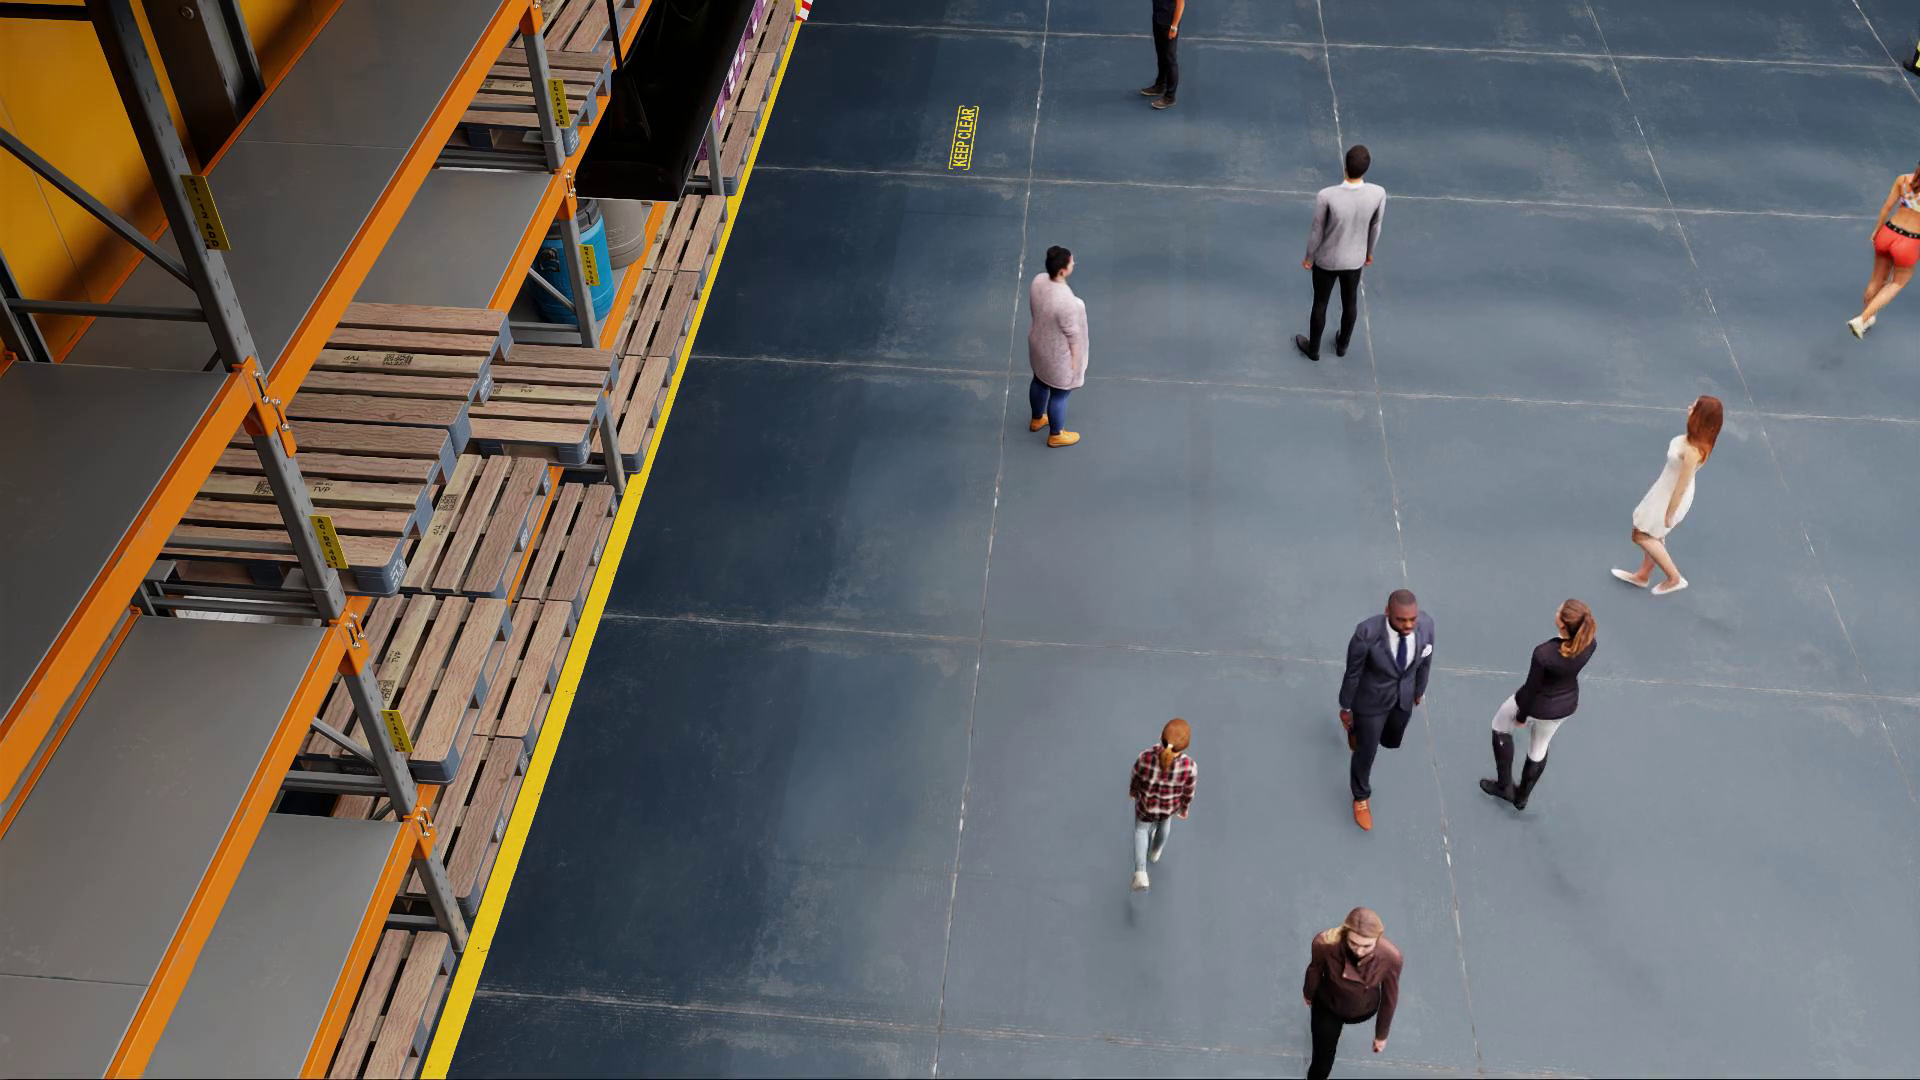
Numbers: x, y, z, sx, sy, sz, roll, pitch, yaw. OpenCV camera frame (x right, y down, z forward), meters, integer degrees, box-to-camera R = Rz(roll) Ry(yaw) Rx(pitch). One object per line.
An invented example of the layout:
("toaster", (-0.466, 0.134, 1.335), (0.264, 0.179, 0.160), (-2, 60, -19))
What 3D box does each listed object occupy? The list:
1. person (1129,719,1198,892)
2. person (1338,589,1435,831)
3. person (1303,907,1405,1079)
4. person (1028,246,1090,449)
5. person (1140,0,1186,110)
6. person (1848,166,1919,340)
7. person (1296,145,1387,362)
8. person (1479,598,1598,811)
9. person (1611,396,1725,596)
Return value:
("person", (1.158, 1.556, 9.680), (0.539, 1.287, 0.781), (5, 44, 5))
("person", (2.505, 0.905, 9.989), (0.883, 1.802, 1.058), (-9, 44, -10))
("person", (2.003, 2.329, 8.602), (0.632, 1.654, 1.147), (6, 44, 6))
("person", (0.709, -1.474, 12.529), (0.858, 1.743, 0.770), (-23, 48, -22))
("person", (2.044, -5.120, 16.324), (0.770, 1.788, 0.597), (-12, 45, -12))
("person", (7.558, -2.369, 13.440), (0.931, 1.782, 0.868), (-31, 52, -28))
("person", (3.031, -2.263, 13.227), (0.783, 1.923, 0.699), (-4, 44, -4))
("person", (3.521, 1.052, 9.894), (0.662, 1.720, 0.701), (-12, 45, -13))
("person", (4.913, -0.261, 11.286), (0.820, 1.701, 0.795), (27, 50, 25))
